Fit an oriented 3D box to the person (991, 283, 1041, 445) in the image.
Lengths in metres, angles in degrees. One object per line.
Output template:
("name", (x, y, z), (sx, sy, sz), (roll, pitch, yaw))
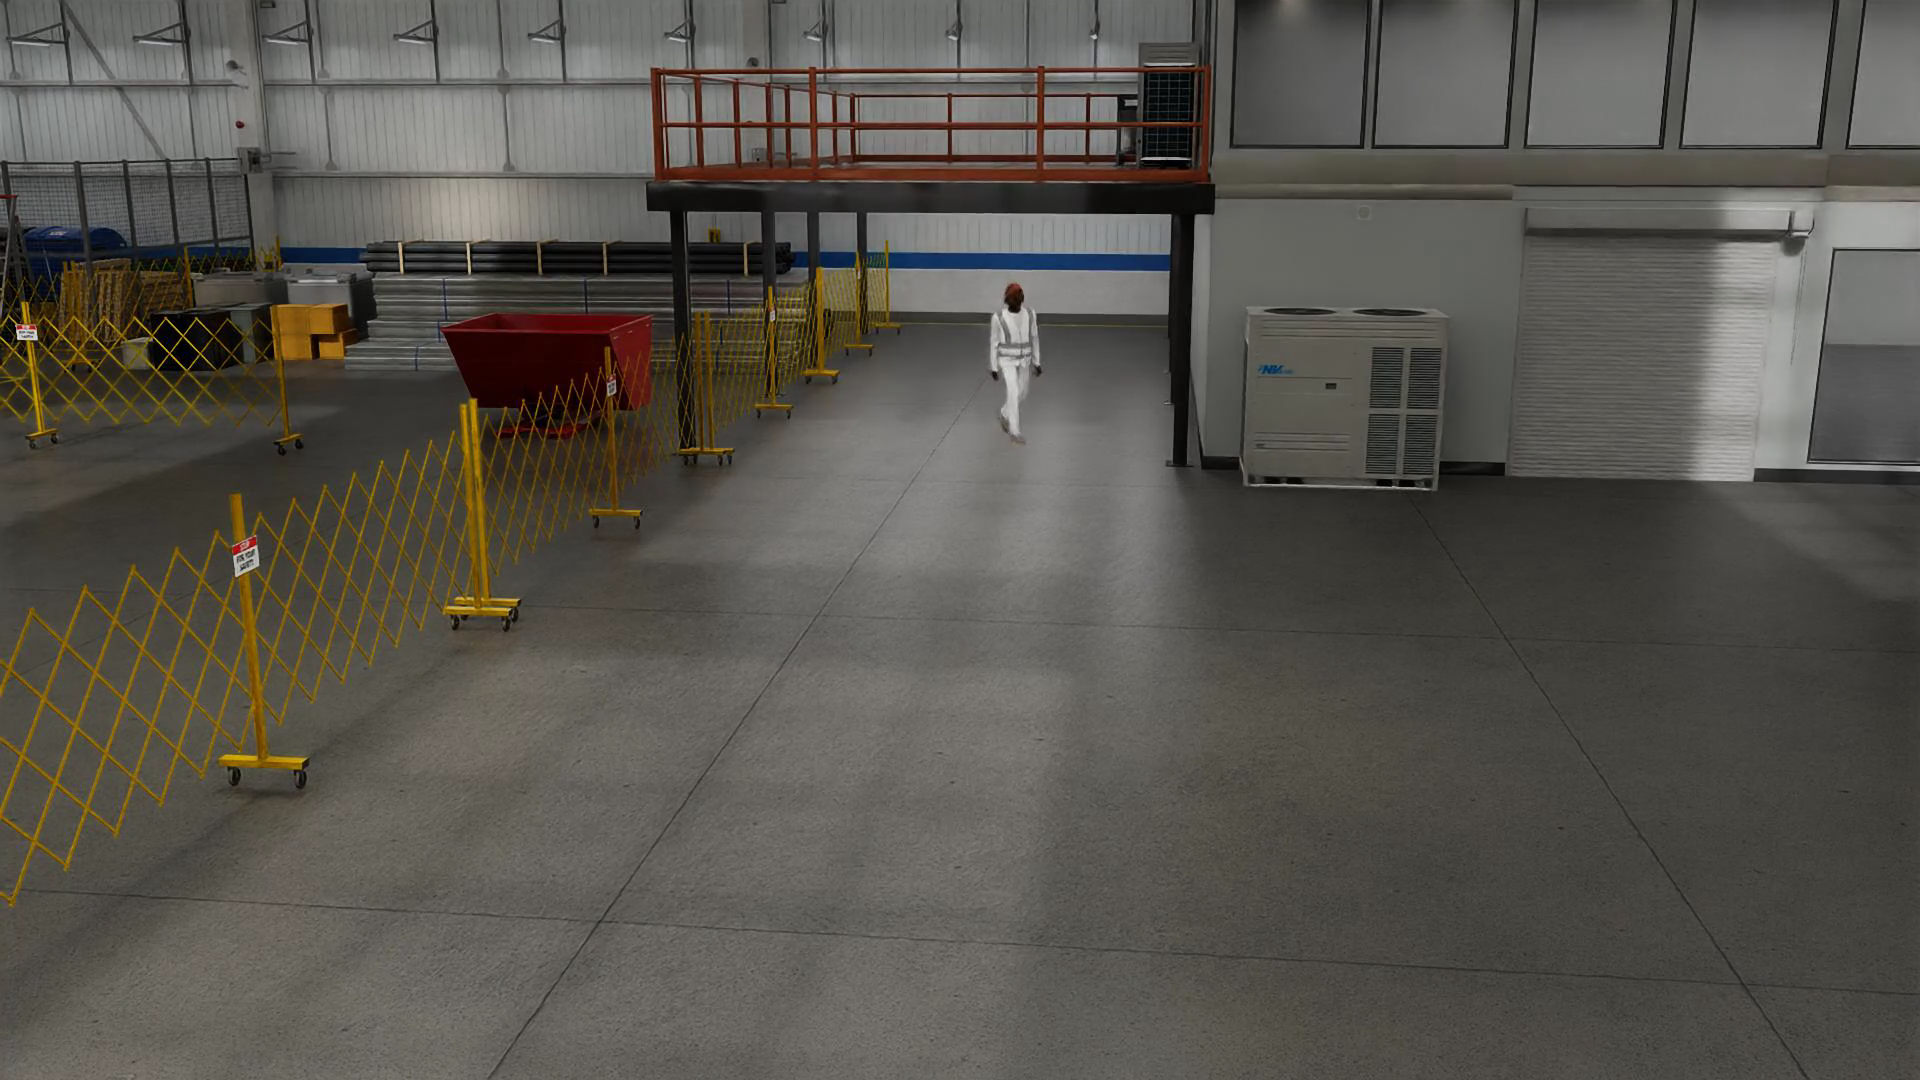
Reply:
("person", (0.608, -2.082, 19.444), (0.582, 1.860, 0.817), (-7, 15, -26))
